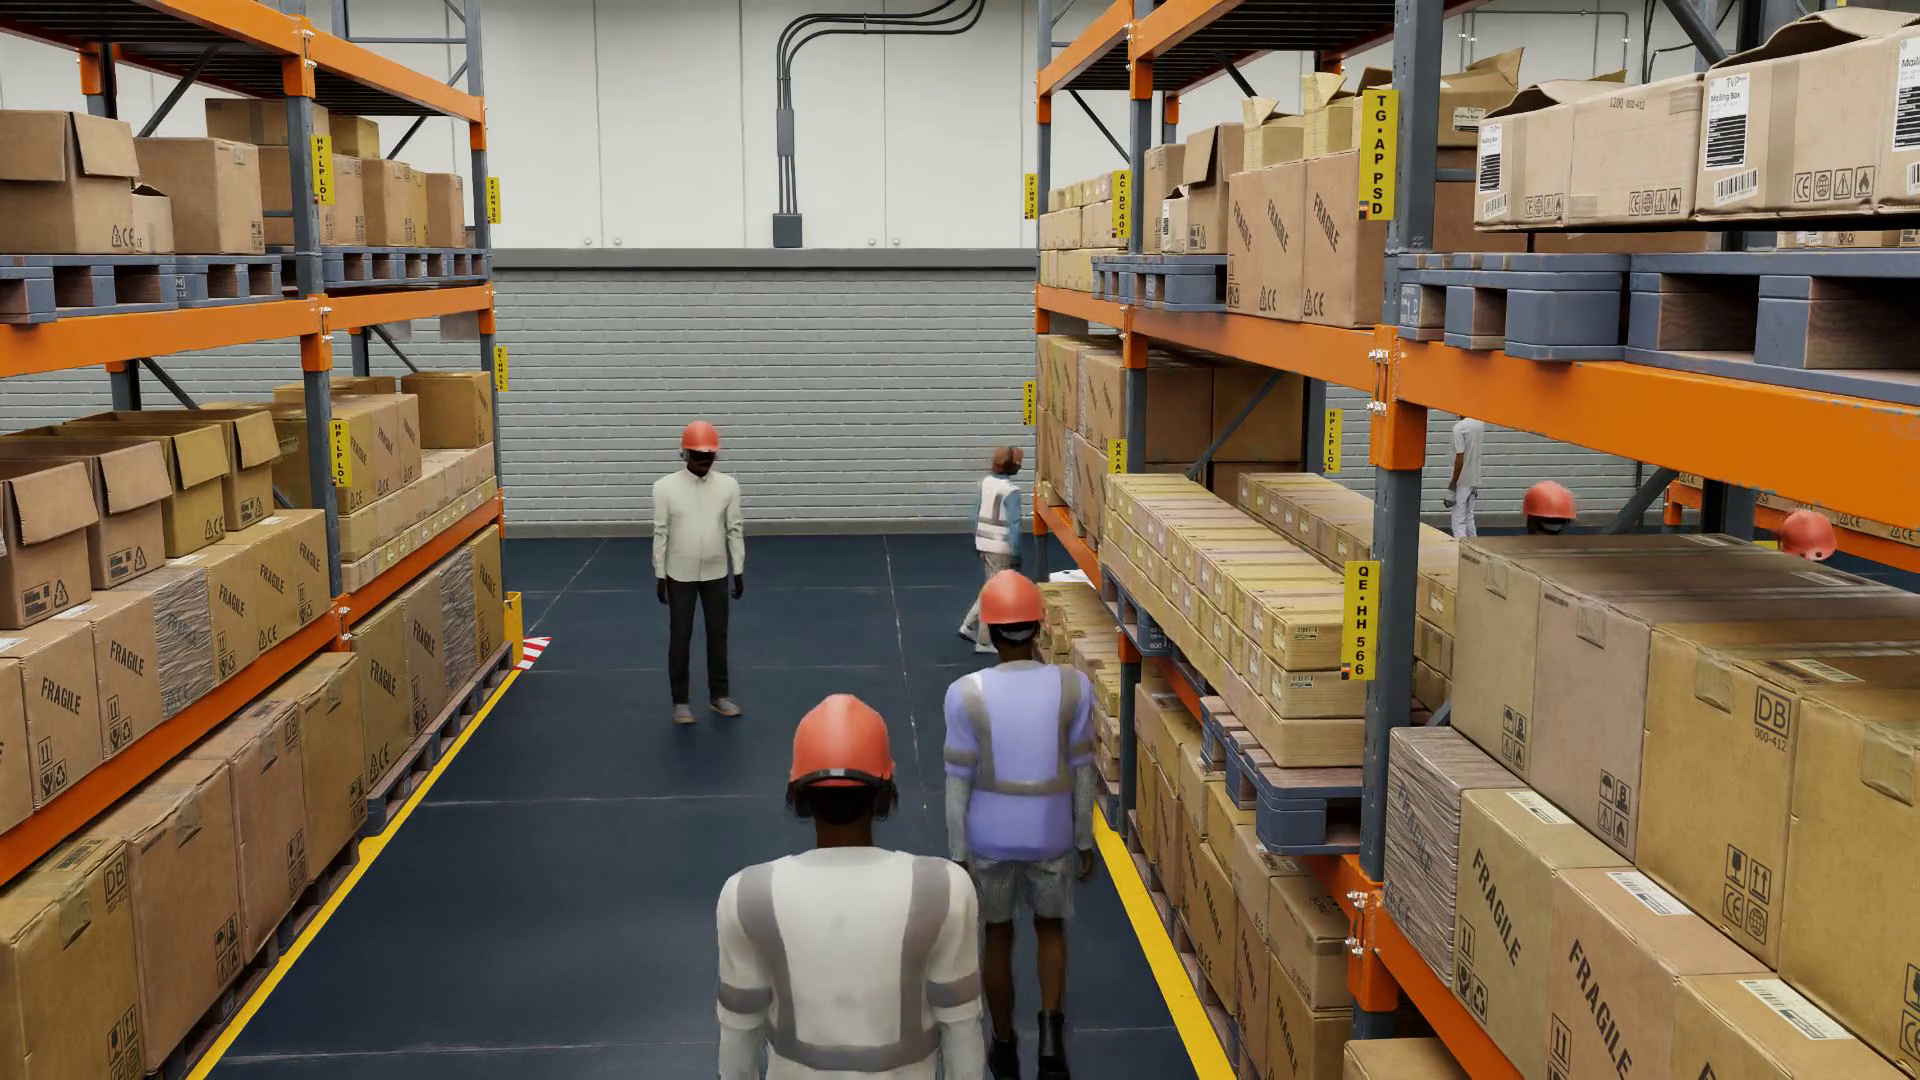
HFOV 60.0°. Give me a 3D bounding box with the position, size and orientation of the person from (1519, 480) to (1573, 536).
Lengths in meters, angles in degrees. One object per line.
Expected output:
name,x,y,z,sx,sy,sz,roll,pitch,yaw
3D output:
person,2.909,0.663,8.368,0.570,1.924,0.421,-2,10,-11

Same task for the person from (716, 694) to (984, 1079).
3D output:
person,-0.252,1.372,3.898,0.638,2.030,0.522,0,10,2

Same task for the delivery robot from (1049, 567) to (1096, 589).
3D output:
delivery robot,1.061,0.404,13.657,0.477,0.478,0.707,-8,13,-40

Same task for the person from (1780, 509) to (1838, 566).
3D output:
person,3.830,0.790,7.663,0.567,1.915,0.487,0,10,0

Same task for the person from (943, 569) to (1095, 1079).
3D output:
person,0.219,1.069,6.002,0.563,1.919,0.542,-1,10,-5

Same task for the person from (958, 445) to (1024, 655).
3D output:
person,0.280,0.078,12.726,0.396,1.616,0.541,-4,11,-25

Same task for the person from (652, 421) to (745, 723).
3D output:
person,-1.703,0.211,10.890,0.611,1.985,0.418,-5,11,-26

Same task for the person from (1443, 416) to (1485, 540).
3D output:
person,4.634,-0.497,15.373,0.323,1.871,0.528,8,13,40
